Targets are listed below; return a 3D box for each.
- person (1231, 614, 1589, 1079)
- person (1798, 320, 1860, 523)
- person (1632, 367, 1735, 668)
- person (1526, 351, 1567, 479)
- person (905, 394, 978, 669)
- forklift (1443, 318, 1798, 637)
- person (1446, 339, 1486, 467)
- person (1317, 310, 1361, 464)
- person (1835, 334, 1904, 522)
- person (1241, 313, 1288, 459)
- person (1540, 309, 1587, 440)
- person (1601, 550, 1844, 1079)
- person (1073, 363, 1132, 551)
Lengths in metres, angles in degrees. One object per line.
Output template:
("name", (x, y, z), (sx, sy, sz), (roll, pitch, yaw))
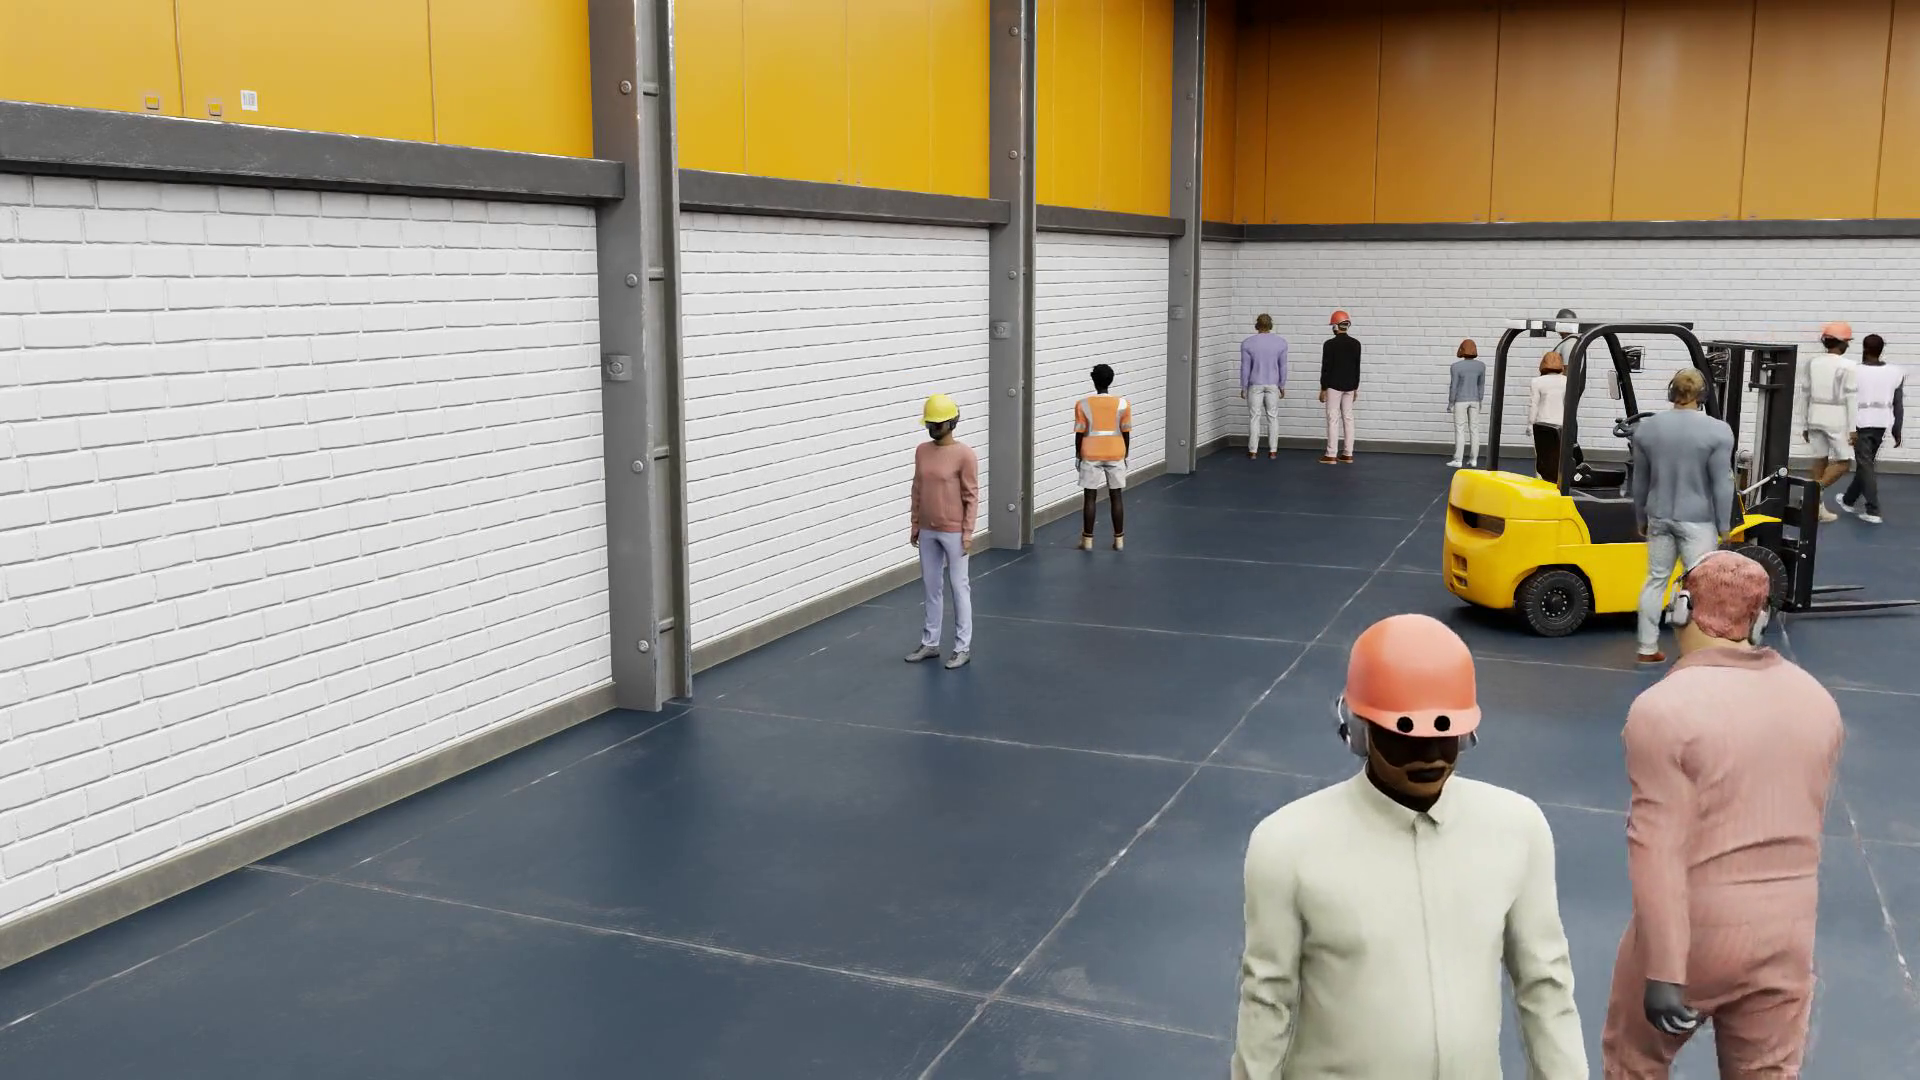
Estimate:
("person", (0.845, 1.085, 3.173), (0.607, 1.945, 1.030), (-2, 10, -13))
("person", (8.589, -1.155, 16.479), (0.528, 2.030, 0.638), (-4, 10, -24))
("person", (4.538, -0.117, 10.483), (0.378, 1.933, 0.637), (-8, 12, -39))
("person", (6.477, -1.256, 18.283), (0.506, 1.632, 0.268), (-1, 9, -5))
("person", (-0.119, -0.058, 10.647), (0.522, 1.762, 0.320), (8, 12, 38))
("forklift", (4.706, -0.497, 11.990), (2.313, 2.155, 1.214), (-2, 10, -10))
("person", (6.454, -1.742, 21.228), (0.500, 1.633, 0.281), (-3, 10, -16))
("person", (4.922, -1.981, 21.615), (0.617, 1.989, 0.401), (-5, 11, -29))
("person", (9.201, -1.154, 16.950), (0.618, 1.862, 0.987), (0, 9, 0))
("person", (4.024, -2.036, 22.092), (0.631, 1.940, 0.372), (0, 9, -1))
("person", (7.549, -1.884, 20.857), (0.536, 2.000, 0.672), (5, 11, 28))
("person", (1.869, 0.969, 4.114), (0.665, 1.864, 0.777), (-3, 10, -17))
("person", (1.285, -0.741, 15.004), (0.534, 1.695, 0.321), (-1, 9, -3))
